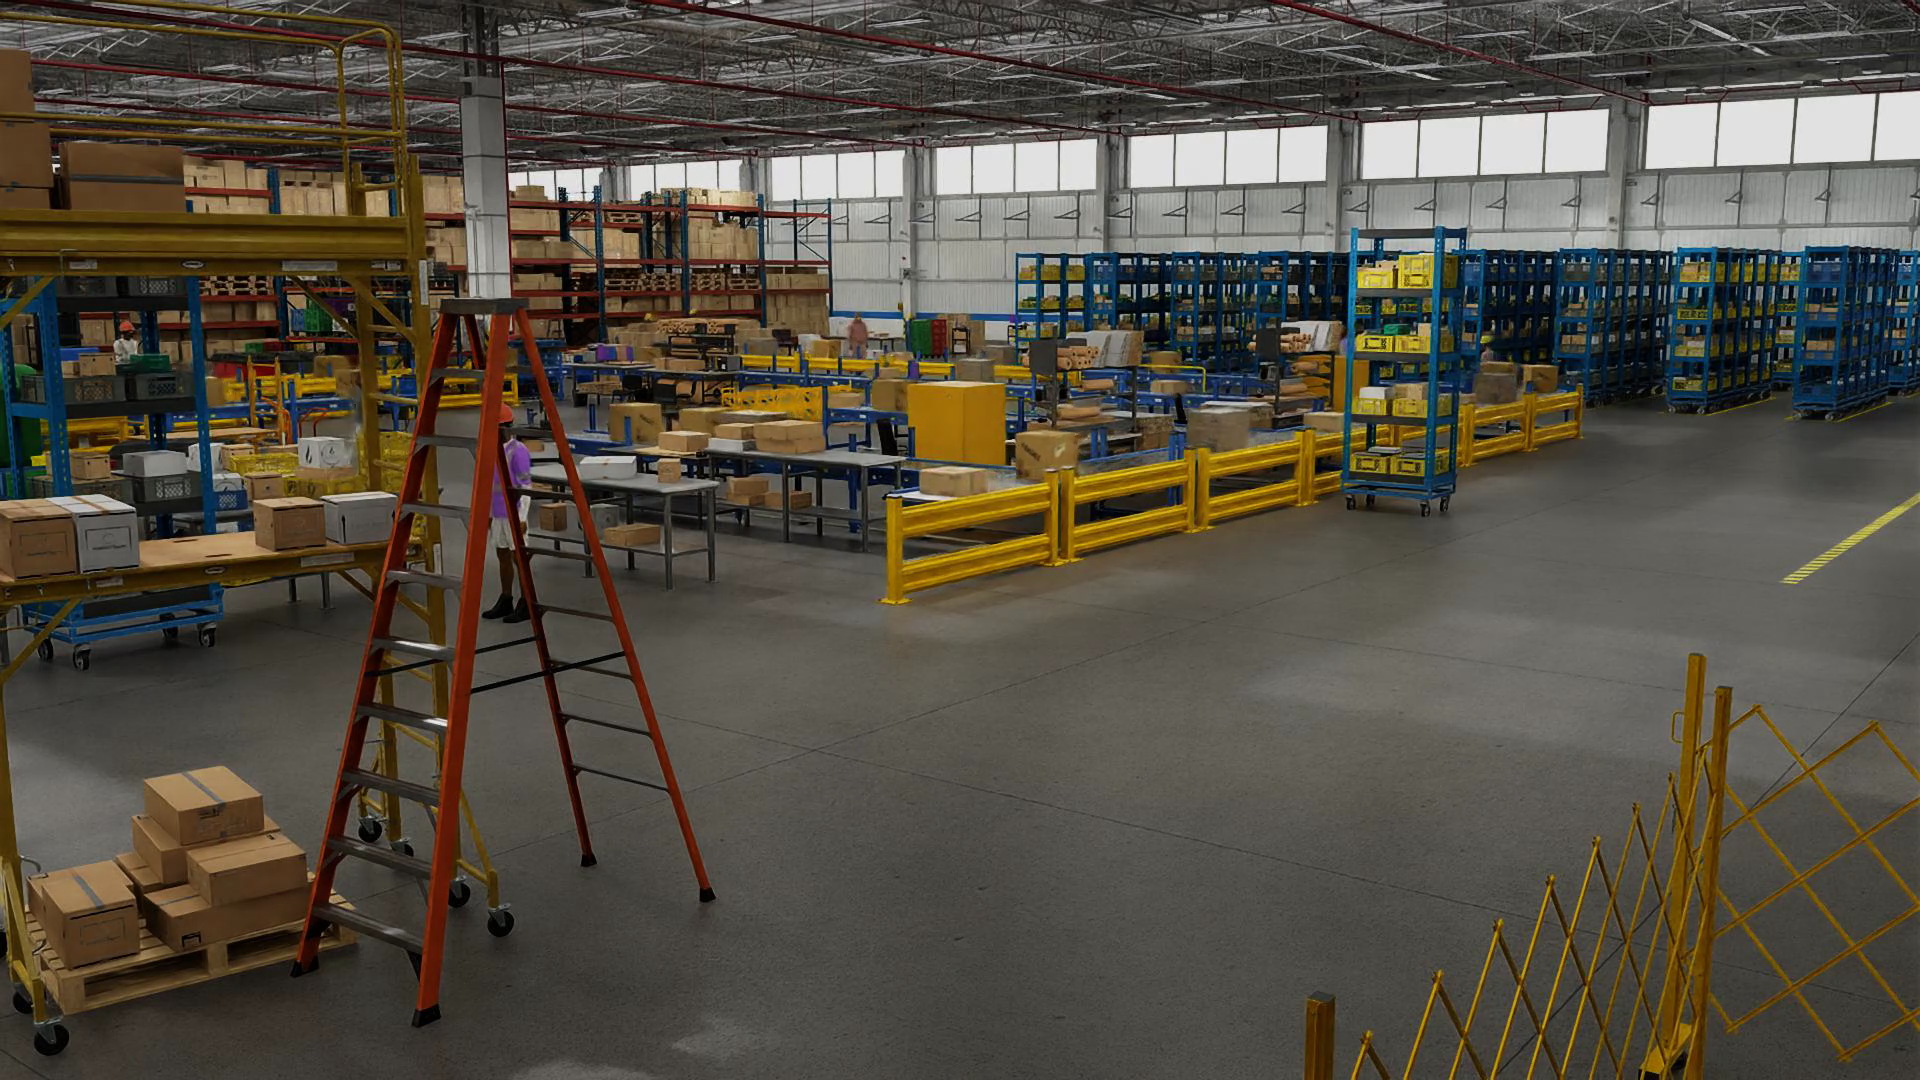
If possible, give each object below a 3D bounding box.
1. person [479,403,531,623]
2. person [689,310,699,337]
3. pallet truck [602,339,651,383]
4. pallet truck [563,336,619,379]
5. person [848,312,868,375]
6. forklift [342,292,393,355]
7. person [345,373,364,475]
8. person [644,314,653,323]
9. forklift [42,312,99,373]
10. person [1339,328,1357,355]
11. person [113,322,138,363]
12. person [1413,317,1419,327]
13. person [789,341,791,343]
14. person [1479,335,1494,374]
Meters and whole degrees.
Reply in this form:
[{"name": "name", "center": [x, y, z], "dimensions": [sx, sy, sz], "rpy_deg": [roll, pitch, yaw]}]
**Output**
[{"name": "person", "center": [-3.958, -0.239, 14.476], "dimensions": [0.543, 1.932, 0.376], "rpy_deg": [8, 12, 41]}, {"name": "person", "center": [-9.728, -7.574, 60.880], "dimensions": [0.519, 1.731, 0.884], "rpy_deg": [8, 12, 40]}, {"name": "pallet truck", "center": [-8.991, -4.871, 45.351], "dimensions": [0.653, 1.274, 1.630], "rpy_deg": [7, 11, 37]}, {"name": "pallet truck", "center": [-10.690, -5.294, 48.215], "dimensions": [1.601, 1.201, 0.680], "rpy_deg": [-5, 10, -26]}, {"name": "person", "center": [-3.072, -5.905, 49.964], "dimensions": [0.670, 1.889, 0.532], "rpy_deg": [-7, 12, -39]}, {"name": "forklift", "center": [-16.485, -5.622, 45.120], "dimensions": [1.129, 2.768, 1.873], "rpy_deg": [7, 11, 37]}, {"name": "person", "center": [-8.893, -1.733, 24.875], "dimensions": [0.875, 1.584, 0.523], "rpy_deg": [-5, 10, -29]}, {"name": "person", "center": [-9.788, -6.238, 52.411], "dimensions": [0.931, 1.772, 0.673], "rpy_deg": [-1, 9, -9]}, {"name": "forklift", "center": [-23.779, -5.451, 44.052], "dimensions": [1.873, 2.768, 1.129], "rpy_deg": [7, 11, 36]}, {"name": "person", "center": [9.078, -4.038, 38.603], "dimensions": [0.588, 1.789, 0.958], "rpy_deg": [-7, 11, -37]}, {"name": "person", "center": [-17.167, -3.489, 34.409], "dimensions": [0.378, 2.042, 0.615], "rpy_deg": [2, 9, 14]}, {"name": "person", "center": [12.927, -5.572, 47.435], "dimensions": [0.403, 2.035, 0.609], "rpy_deg": [2, 9, 9]}, {"name": "person", "center": [-6.958, -9.129, 70.031], "dimensions": [0.456, 1.914, 0.720], "rpy_deg": [-2, 9, -14]}, {"name": "person", "center": [10.908, -3.386, 34.690], "dimensions": [0.675, 1.744, 0.538], "rpy_deg": [9, 13, 44]}]
